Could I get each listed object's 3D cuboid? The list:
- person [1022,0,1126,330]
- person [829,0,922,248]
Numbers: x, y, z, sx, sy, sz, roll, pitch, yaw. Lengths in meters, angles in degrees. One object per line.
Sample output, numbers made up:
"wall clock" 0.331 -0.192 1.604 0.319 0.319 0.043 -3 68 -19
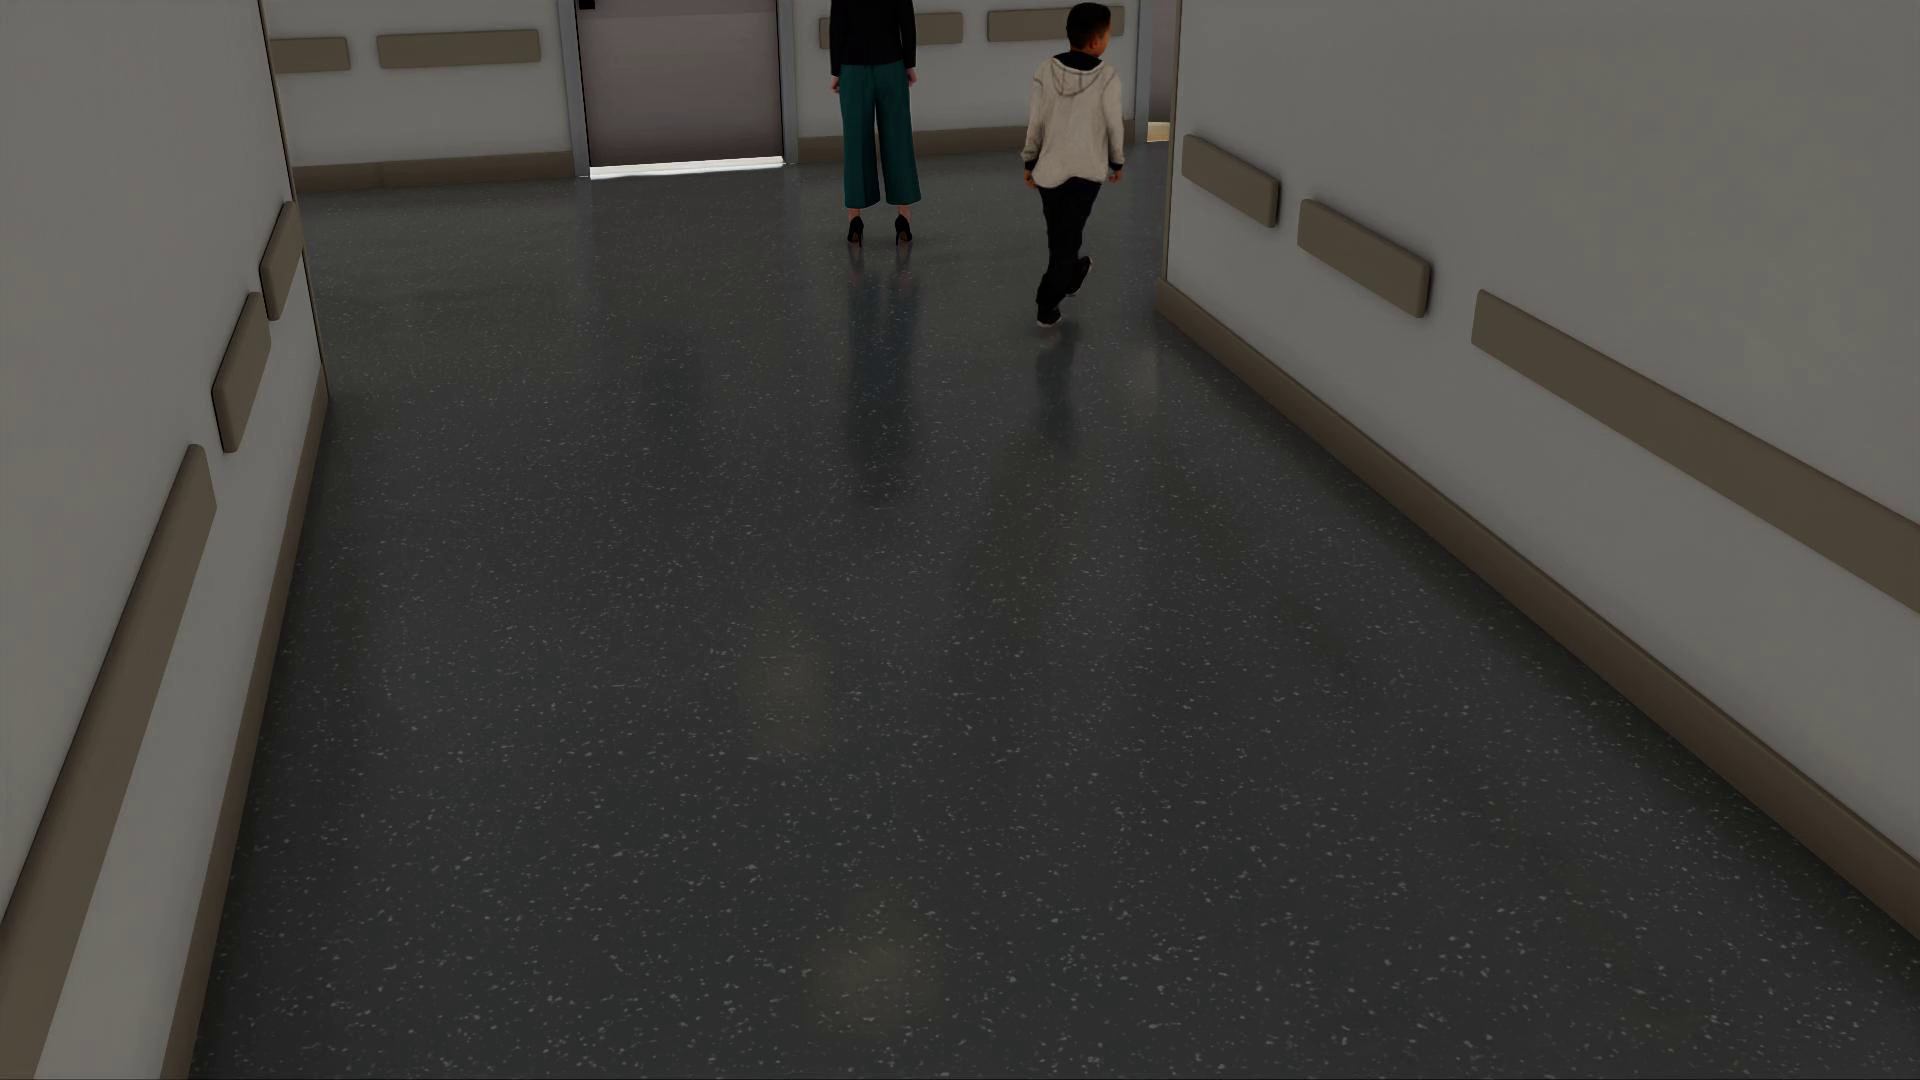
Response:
"person" 0.470 -1.641 7.487 0.980 1.416 0.997 10 27 19
"person" -0.452 -2.416 8.723 0.536 1.739 0.728 -1 26 -2
